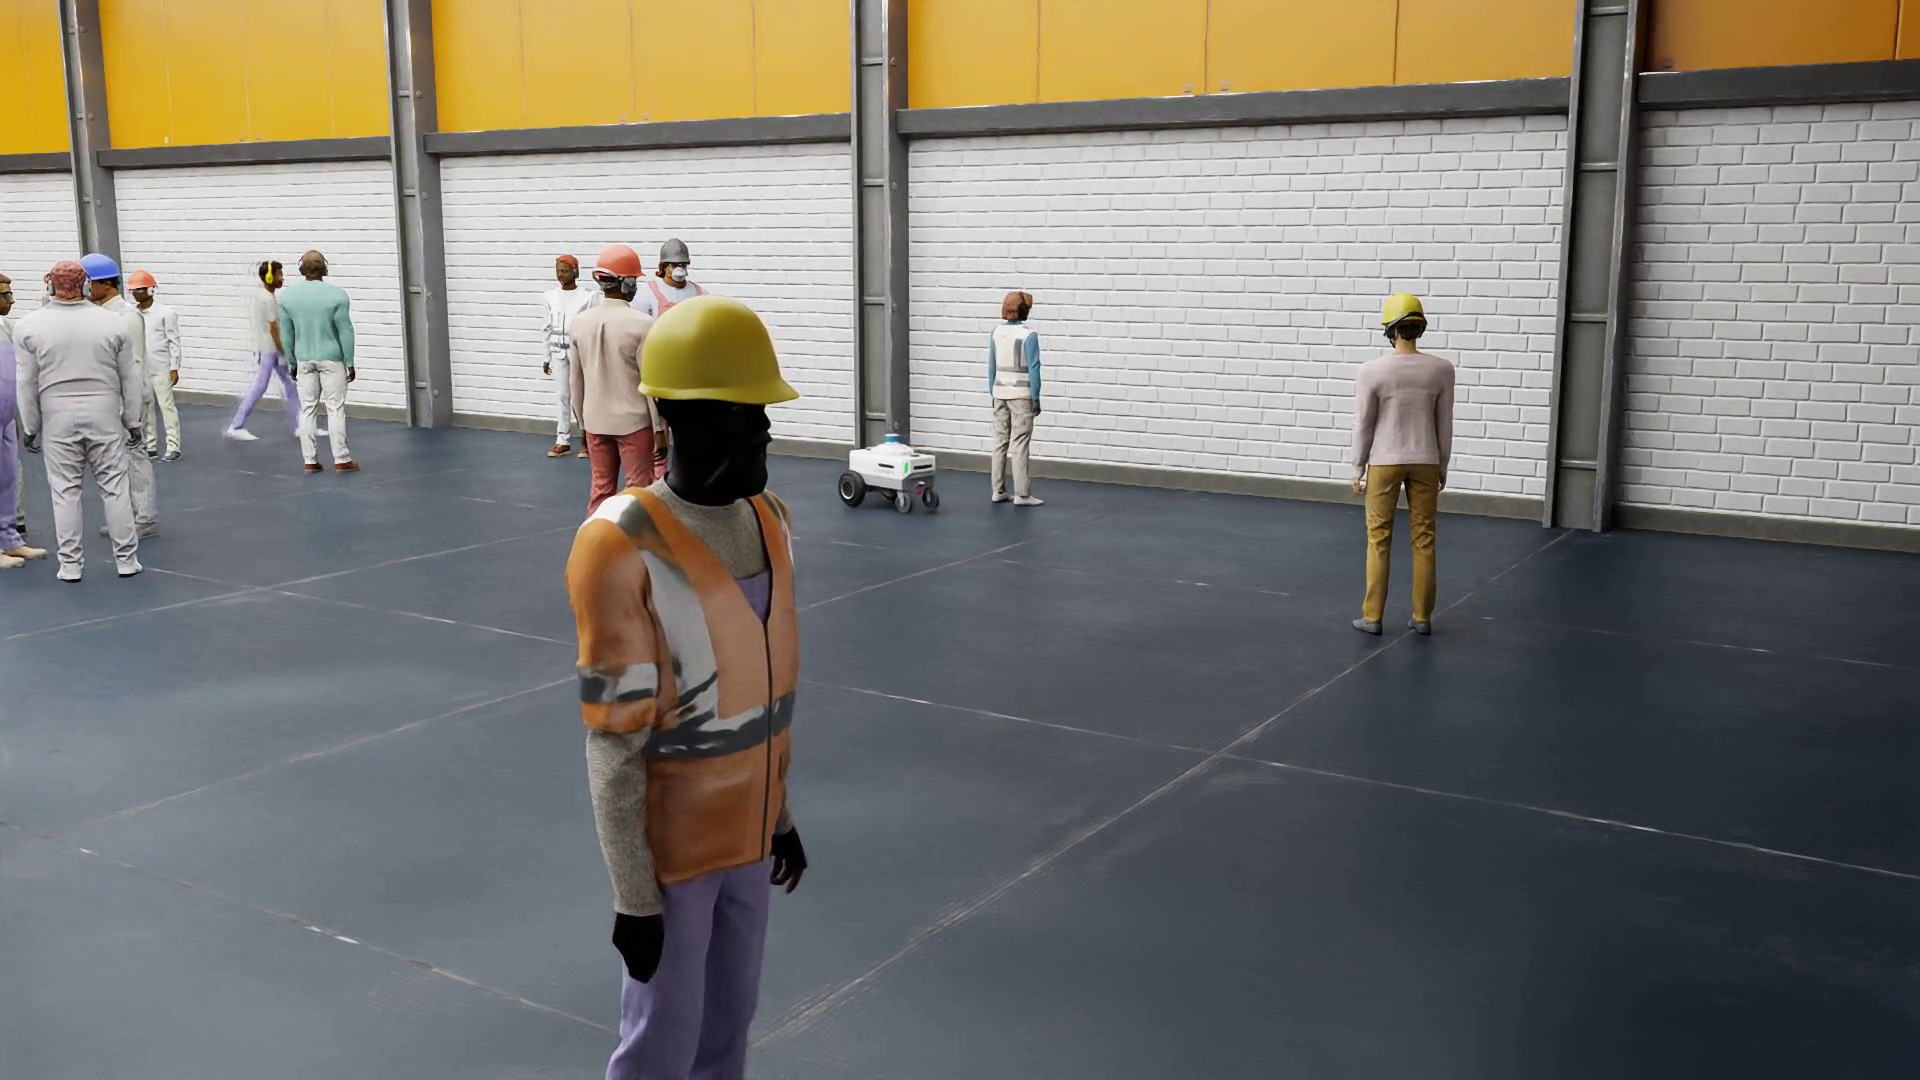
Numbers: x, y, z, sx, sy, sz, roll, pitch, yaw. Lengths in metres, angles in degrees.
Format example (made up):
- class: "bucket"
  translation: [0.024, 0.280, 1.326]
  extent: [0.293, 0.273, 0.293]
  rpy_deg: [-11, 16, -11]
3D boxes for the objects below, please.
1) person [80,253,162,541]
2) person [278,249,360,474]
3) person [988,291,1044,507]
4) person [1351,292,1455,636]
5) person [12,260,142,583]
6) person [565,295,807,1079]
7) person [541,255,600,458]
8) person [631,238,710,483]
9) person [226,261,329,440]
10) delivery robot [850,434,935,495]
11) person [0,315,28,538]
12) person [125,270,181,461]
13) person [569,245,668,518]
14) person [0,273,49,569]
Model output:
- class: "person"
  translation: [-5.693, -0.959, 11.246]
  extent: [0.622, 1.933, 0.420]
  rpy_deg: [9, 14, 41]
- class: "person"
  translation: [-5.541, -1.534, 14.411]
  extent: [0.629, 1.940, 0.372]
  rpy_deg: [0, 10, 2]
- class: "person"
  translation: [0.419, -1.076, 12.706]
  extent: [0.310, 1.638, 0.523]
  rpy_deg: [-9, 14, -41]
- class: "person"
  translation: [2.253, -0.379, 8.525]
  extent: [0.524, 1.761, 0.339]
  rpy_deg: [-1, 10, -3]
- class: "person"
  translation: [-5.226, -0.703, 9.897]
  extent: [0.652, 1.906, 0.402]
  rpy_deg: [-6, 12, -30]
- class: "person"
  translation: [-0.452, 0.526, 3.028]
  extent: [0.384, 1.928, 0.588]
  rpy_deg: [5, 11, 24]
- class: "person"
  translation: [-3.622, -1.704, 15.503]
  extent: [0.585, 1.882, 0.343]
  rpy_deg: [2, 10, 13]
- class: "person"
  translation: [-2.218, -1.362, 13.179]
  extent: [0.684, 2.000, 0.538]
  rpy_deg: [-7, 13, -35]
- class: "person"
  translation: [-7.006, -1.910, 16.871]
  extent: [0.983, 1.826, 0.548]
  rpy_deg: [-5, 11, -24]
- class: "delivery robot"
  translation: [-0.511, -0.558, 12.579]
  extent: [0.477, 0.478, 0.707]
  rpy_deg: [-9, 14, -42]
- class: "person"
  translation: [-6.573, -0.915, 11.268]
  extent: [0.404, 1.837, 0.590]
  rpy_deg: [-8, 13, -36]
- class: "person"
  translation: [-7.427, -1.592, 15.246]
  extent: [0.573, 1.749, 0.339]
  rpy_deg: [2, 10, 12]
- class: "person"
  translation: [-1.893, -0.644, 9.327]
  extent: [0.615, 1.994, 0.381]
  rpy_deg: [5, 11, 24]
- class: "person"
  translation: [-5.971, -0.739, 10.304]
  extent: [0.349, 1.839, 0.502]
  rpy_deg: [-1, 10, -8]
